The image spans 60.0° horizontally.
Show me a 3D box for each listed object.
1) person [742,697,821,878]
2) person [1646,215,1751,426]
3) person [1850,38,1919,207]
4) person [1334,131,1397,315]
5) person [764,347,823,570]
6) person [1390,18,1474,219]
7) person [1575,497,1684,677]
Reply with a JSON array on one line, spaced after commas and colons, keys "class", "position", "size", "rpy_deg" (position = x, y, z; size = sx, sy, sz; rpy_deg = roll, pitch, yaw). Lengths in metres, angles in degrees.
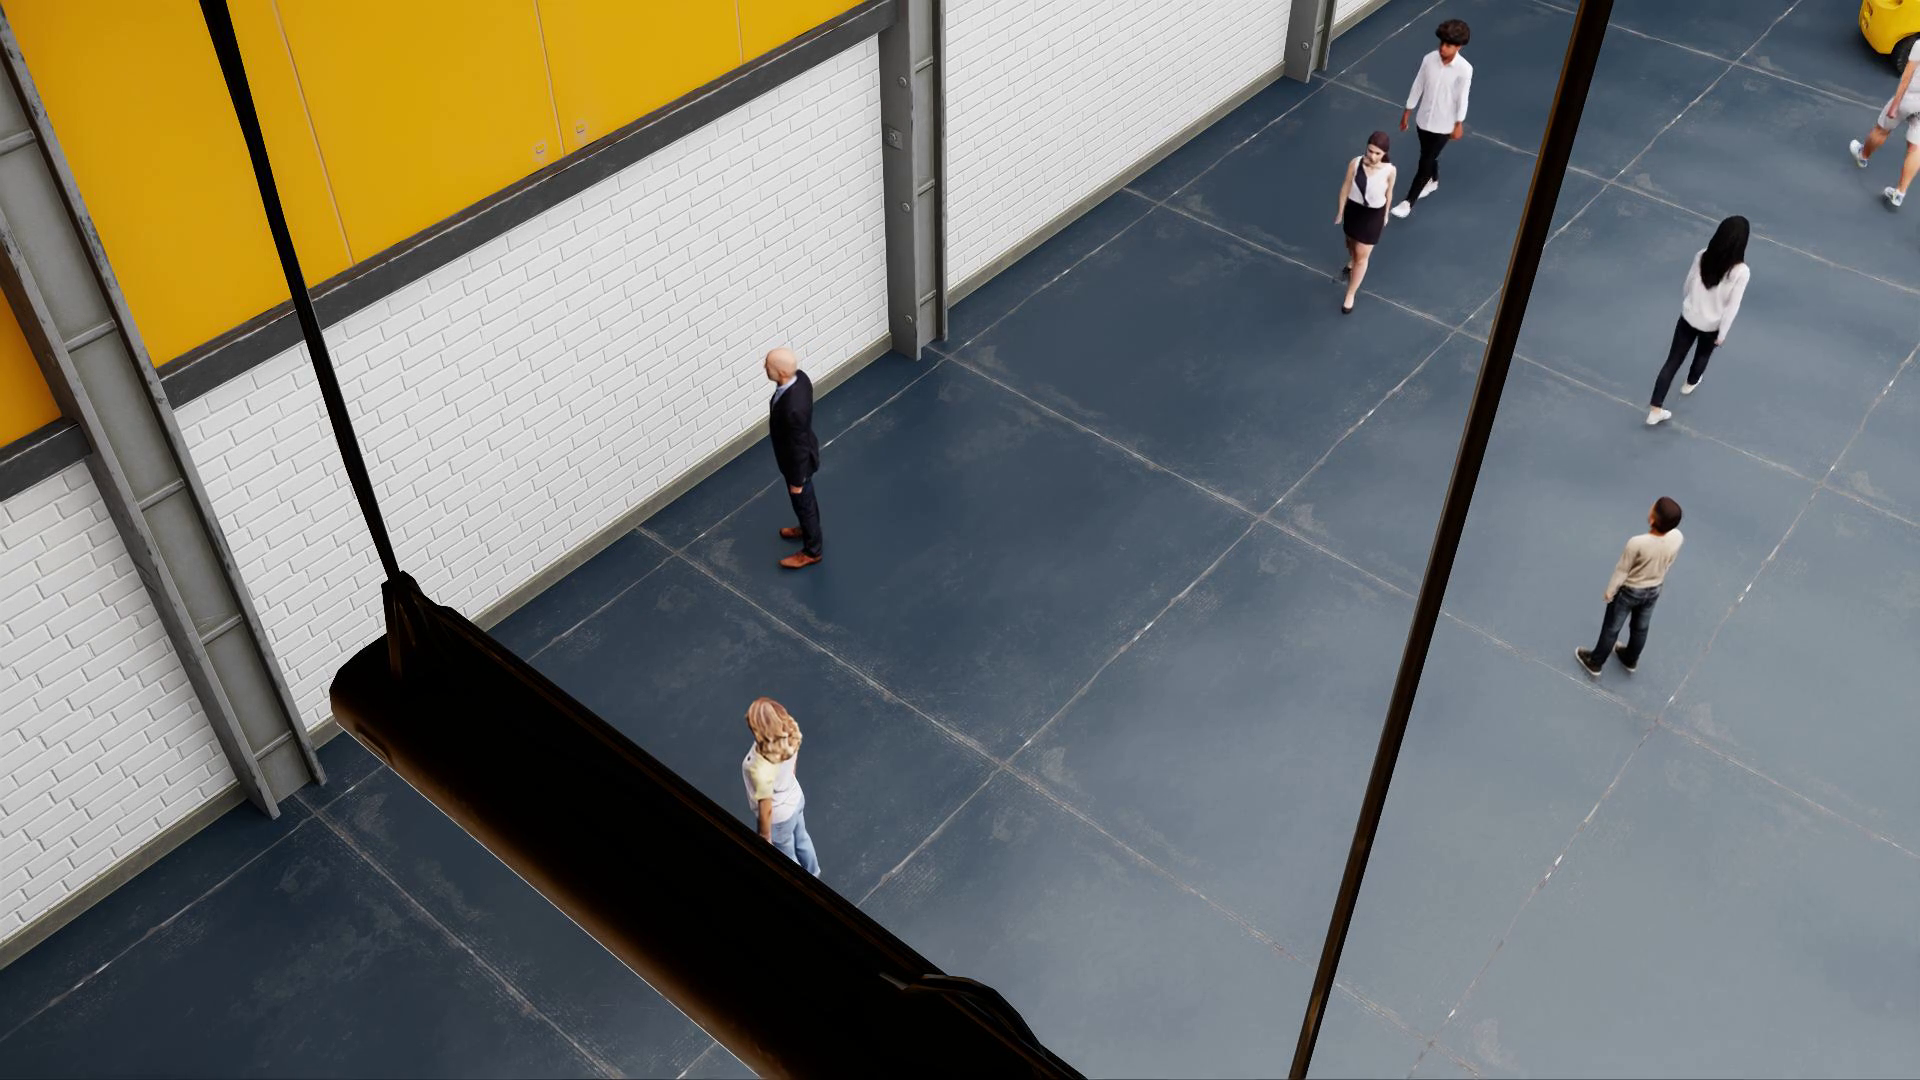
[{"class": "person", "position": [-0.982, 1.481, 9.173], "size": [0.758, 1.722, 0.632], "rpy_deg": [9, 44, 10]}, {"class": "person", "position": [5.506, -1.575, 12.438], "size": [1.039, 1.643, 0.671], "rpy_deg": [-28, 50, -26]}, {"class": "person", "position": [8.494, -3.822, 14.682], "size": [1.197, 1.801, 1.309], "rpy_deg": [0, 44, 0]}, {"class": "person", "position": [3.316, -2.667, 13.608], "size": [0.742, 1.610, 0.993], "rpy_deg": [18, 46, 18]}, {"class": "person", "position": [-1.106, -0.572, 11.273], "size": [0.818, 1.798, 0.760], "rpy_deg": [-4, 44, -4]}, {"class": "person", "position": [4.225, -3.734, 14.618], "size": [1.127, 1.760, 0.729], "rpy_deg": [-34, 53, -30]}, {"class": "person", "position": [4.319, 0.313, 10.587], "size": [0.619, 1.461, 0.698], "rpy_deg": [-7, 44, -7]}]
